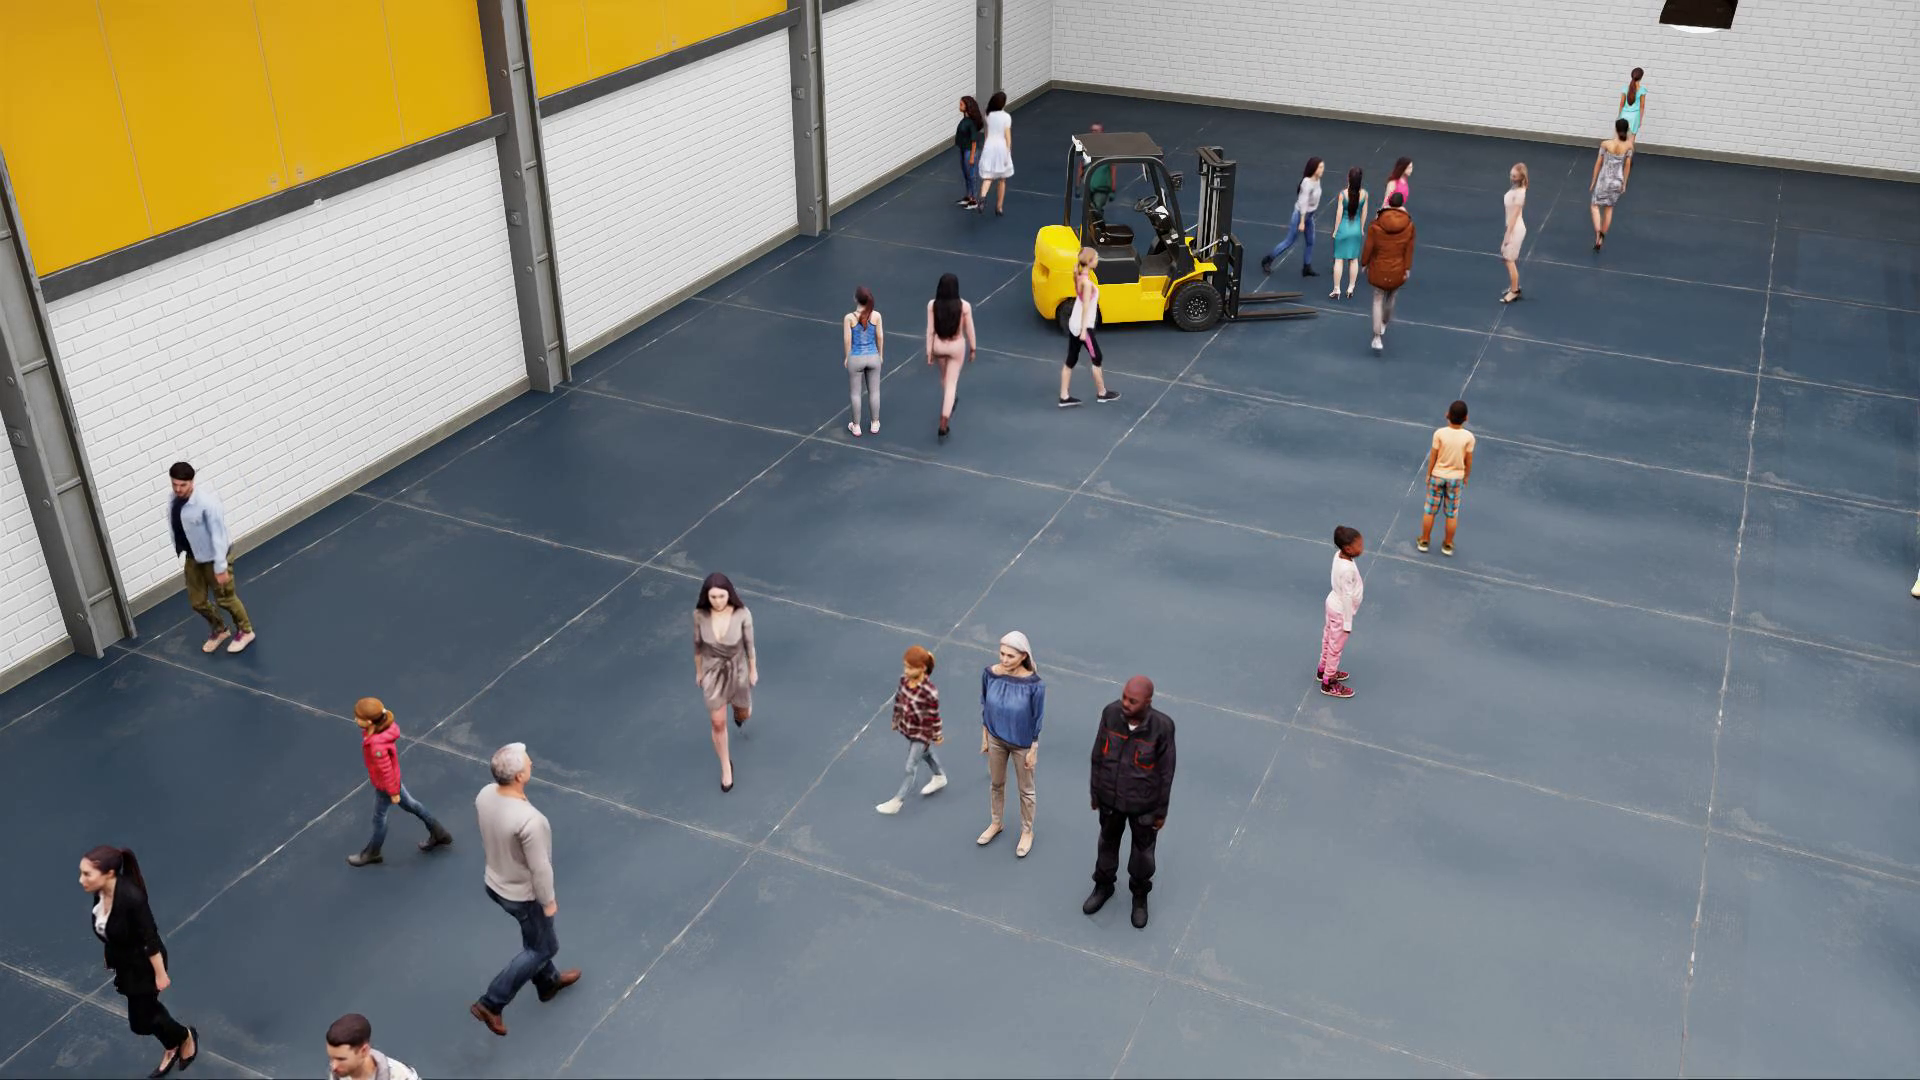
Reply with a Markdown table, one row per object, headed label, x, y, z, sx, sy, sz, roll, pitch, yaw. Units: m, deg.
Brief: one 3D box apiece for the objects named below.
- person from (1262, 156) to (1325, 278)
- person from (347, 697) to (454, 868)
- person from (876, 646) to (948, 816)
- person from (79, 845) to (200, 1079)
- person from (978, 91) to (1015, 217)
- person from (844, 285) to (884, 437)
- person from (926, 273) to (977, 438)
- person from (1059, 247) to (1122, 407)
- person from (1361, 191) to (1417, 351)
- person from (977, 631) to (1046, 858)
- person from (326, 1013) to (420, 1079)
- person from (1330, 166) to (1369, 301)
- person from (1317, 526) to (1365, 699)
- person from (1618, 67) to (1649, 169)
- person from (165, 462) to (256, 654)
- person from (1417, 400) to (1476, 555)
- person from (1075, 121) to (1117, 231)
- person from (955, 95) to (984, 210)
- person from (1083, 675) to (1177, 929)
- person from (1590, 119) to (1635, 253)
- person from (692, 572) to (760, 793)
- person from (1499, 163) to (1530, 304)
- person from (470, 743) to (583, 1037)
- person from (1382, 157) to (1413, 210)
| label | x | y | z | sx | sy | sz | roll | pitch | yaw |
| --- | --- | --- | --- | --- | --- | --- | --- | --- | --- |
| person | 4.325 | -4.137 | 21.338 | 0.698 | 1.605 | 0.895 | 15 | 32 | 25 |
| person | -3.753 | 1.610 | 11.134 | 0.929 | 1.286 | 0.920 | -6 | 29 | -11 |
| person | -0.247 | 1.304 | 11.717 | 0.969 | 1.264 | 0.770 | -22 | 35 | -34 |
| person | -4.553 | 2.356 | 9.389 | 0.662 | 1.648 | 0.647 | 19 | 34 | 30 |
| person | 0.473 | -5.369 | 23.396 | 0.656 | 1.797 | 0.959 | 14 | 31 | 23 |
| person | -0.998 | -1.859 | 17.156 | 0.665 | 1.609 | 0.715 | -7 | 29 | -13 |
| person | -0.124 | -1.872 | 17.114 | 0.845 | 1.672 | 1.232 | 5 | 29 | 10 |
| person | 1.204 | -2.241 | 17.693 | 1.011 | 1.766 | 0.982 | -7 | 29 | -12 |
| person | 4.925 | -3.064 | 19.169 | 0.963 | 1.798 | 1.225 | 3 | 29 | 6 |
| person | 0.352 | 1.348 | 11.185 | 0.597 | 1.698 | 0.542 | 13 | 31 | 22 |
| person | -2.719 | 2.956 | 8.088 | 0.715 | 1.840 | 0.830 | 11 | 30 | 19 |
| person | 4.832 | -3.817 | 20.665 | 0.621 | 1.687 | 0.641 | -4 | 29 | -7 |
| person | 2.965 | 0.527 | 12.954 | 0.676 | 1.444 | 0.551 | 1 | 29 | 2 |
| person | 10.396 | -6.552 | 25.814 | 0.570 | 1.557 | 0.567 | 17 | 33 | 28 |
| person | -6.000 | 0.118 | 13.349 | 0.695 | 1.785 | 0.686 | 18 | 33 | 29 |
| person | 4.377 | -0.564 | 14.941 | 0.559 | 1.457 | 0.542 | 6 | 29 | 10 |
| person | 1.825 | -4.652 | 22.066 | 0.763 | 1.810 | 1.050 | 16 | 32 | 27 |
| person | 0.130 | -5.609 | 24.025 | 0.774 | 1.615 | 0.709 | -8 | 30 | -15 |
| person | 1.090 | 1.603 | 10.589 | 0.695 | 1.820 | 0.588 | 12 | 31 | 20 |
| person | 8.632 | -4.666 | 22.091 | 0.724 | 1.810 | 0.816 | 4 | 29 | 8 |
| person | -1.666 | 0.938 | 11.908 | 0.873 | 1.725 | 1.069 | -1 | 29 | -1 |
| person | 6.863 | -3.756 | 20.447 | 0.807 | 1.788 | 0.664 | 12 | 31 | 21 |
| person | -2.619 | 2.064 | 9.674 | 0.954 | 1.887 | 1.146 | 25 | 37 | 38 |
| person | 5.418 | -4.062 | 21.162 | 0.678 | 1.641 | 0.612 | 19 | 34 | 30 |
